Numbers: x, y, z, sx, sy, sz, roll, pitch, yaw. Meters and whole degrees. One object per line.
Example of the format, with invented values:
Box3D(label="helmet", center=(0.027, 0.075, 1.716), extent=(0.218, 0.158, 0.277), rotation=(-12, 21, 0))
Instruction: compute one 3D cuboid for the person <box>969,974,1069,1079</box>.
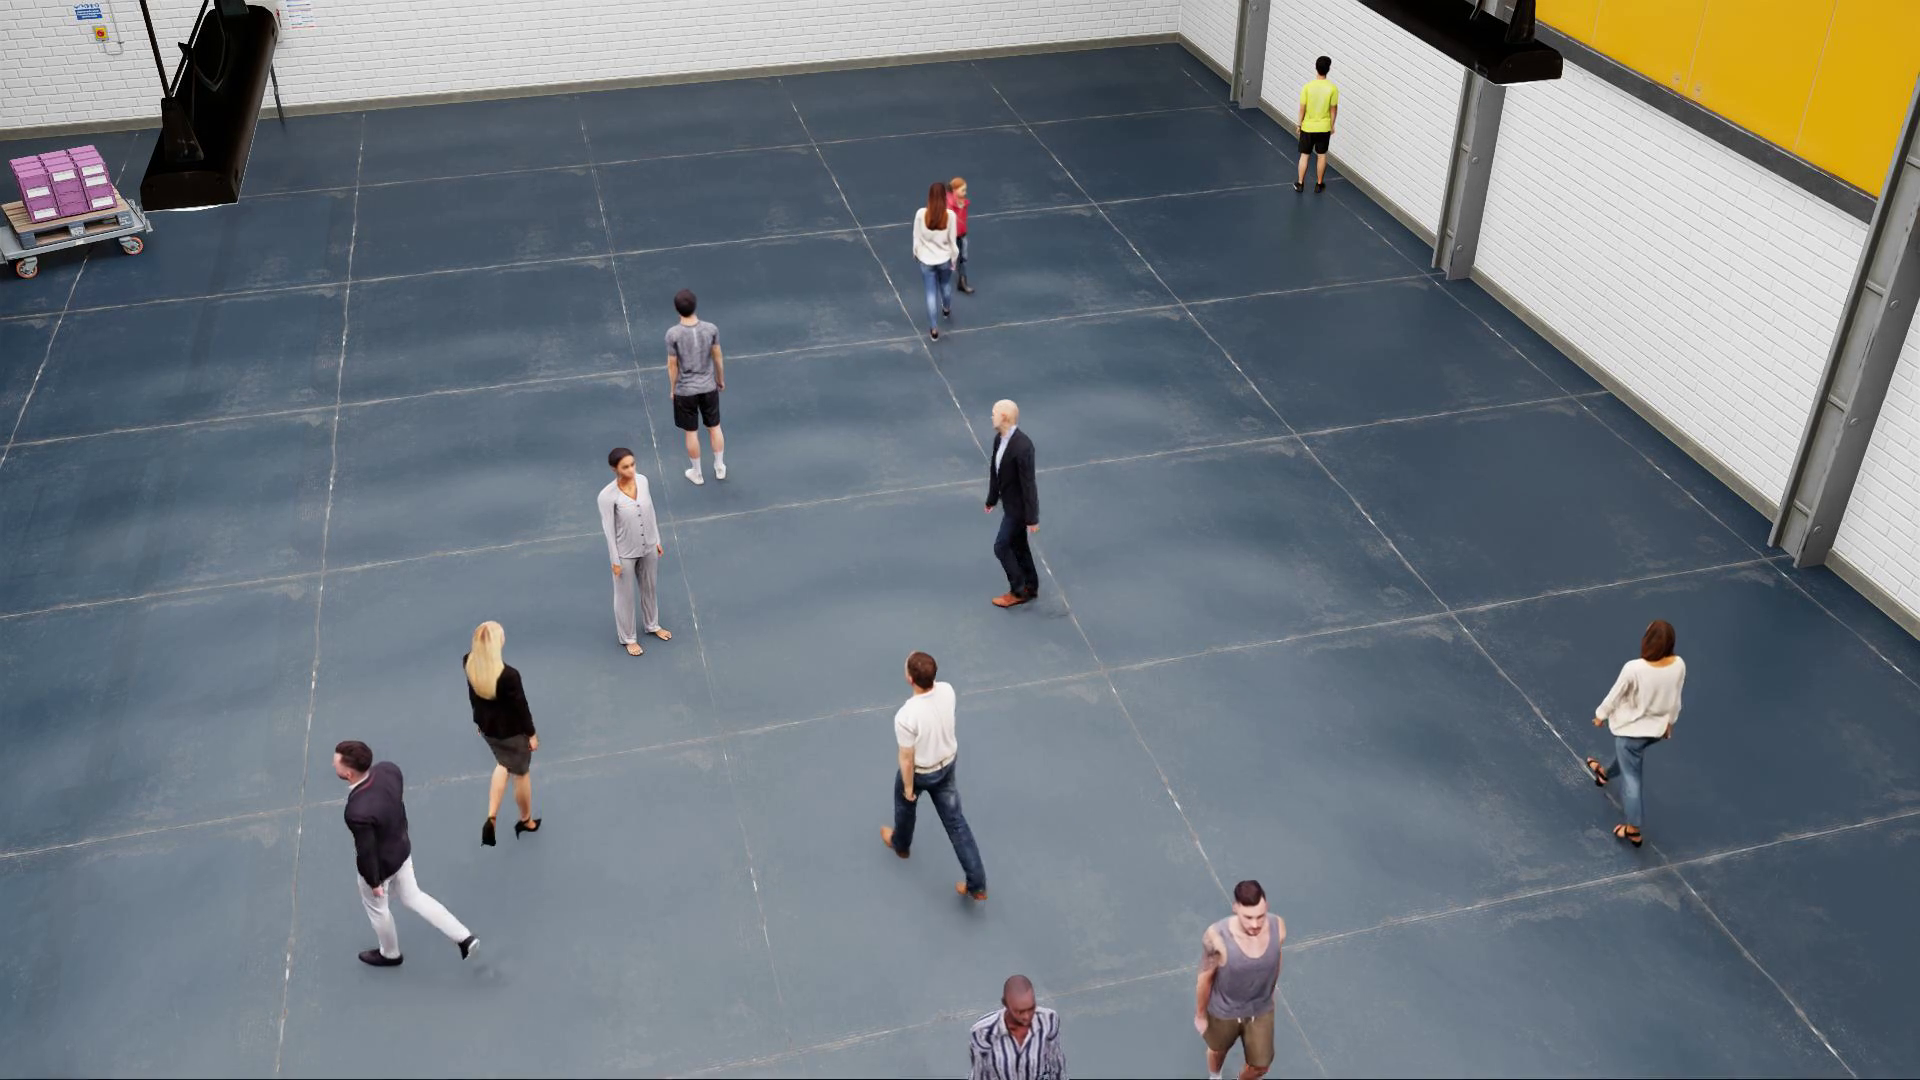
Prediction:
Box3D(label="person", center=(0.233, 2.834, 8.654), extent=(0.729, 1.762, 1.063), rotation=(-11, 35, -16))

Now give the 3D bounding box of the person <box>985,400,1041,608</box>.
Box3D(label="person", center=(0.498, -0.259, 13.314), extent=(0.817, 1.754, 0.584), rotation=(-16, 37, -23))

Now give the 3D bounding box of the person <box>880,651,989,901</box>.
Box3D(label="person", center=(-0.121, 1.523, 10.581), extent=(1.021, 1.812, 1.344), rotation=(-24, 40, -31))

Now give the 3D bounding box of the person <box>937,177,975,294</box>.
Box3D(label="person", center=(-0.097, -3.396, 18.449), extent=(0.749, 1.295, 0.937), rotation=(-25, 41, -32))

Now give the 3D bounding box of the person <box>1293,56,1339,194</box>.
Box3D(label="person", center=(4.456, -5.189, 20.772), extent=(0.696, 1.708, 0.679), rotation=(6, 34, 8))

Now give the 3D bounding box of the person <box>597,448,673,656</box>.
Box3D(label="person", center=(-2.539, 0.055, 12.860), extent=(0.727, 1.734, 0.712), rotation=(27, 42, 34))

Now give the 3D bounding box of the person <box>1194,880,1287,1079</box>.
Box3D(label="person", center=(1.522, 2.487, 9.232), extent=(0.677, 1.831, 0.706), rotation=(-4, 34, -6))

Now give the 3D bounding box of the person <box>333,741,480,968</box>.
Box3D(label="person", center=(-3.348, 1.925, 9.969), extent=(1.050, 1.819, 1.096), rotation=(8, 34, 12))

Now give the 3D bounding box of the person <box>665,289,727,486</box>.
Box3D(label="person", center=(-2.358, -1.365, 14.872), extent=(0.687, 1.873, 0.586), rotation=(-14, 36, -20))

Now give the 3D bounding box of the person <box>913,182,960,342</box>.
Box3D(label="person", center=(-0.251, -2.871, 17.327), extent=(0.754, 1.663, 1.039), rotation=(-2, 34, -2))

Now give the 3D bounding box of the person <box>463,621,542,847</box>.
Box3D(label="person", center=(-3.028, 1.333, 10.854), extent=(0.857, 1.826, 0.931), rotation=(14, 36, 20))

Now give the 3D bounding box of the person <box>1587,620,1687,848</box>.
Box3D(label="person", center=(4.554, 1.315, 11.049), extent=(0.660, 1.641, 1.044), rotation=(-7, 34, -10))
